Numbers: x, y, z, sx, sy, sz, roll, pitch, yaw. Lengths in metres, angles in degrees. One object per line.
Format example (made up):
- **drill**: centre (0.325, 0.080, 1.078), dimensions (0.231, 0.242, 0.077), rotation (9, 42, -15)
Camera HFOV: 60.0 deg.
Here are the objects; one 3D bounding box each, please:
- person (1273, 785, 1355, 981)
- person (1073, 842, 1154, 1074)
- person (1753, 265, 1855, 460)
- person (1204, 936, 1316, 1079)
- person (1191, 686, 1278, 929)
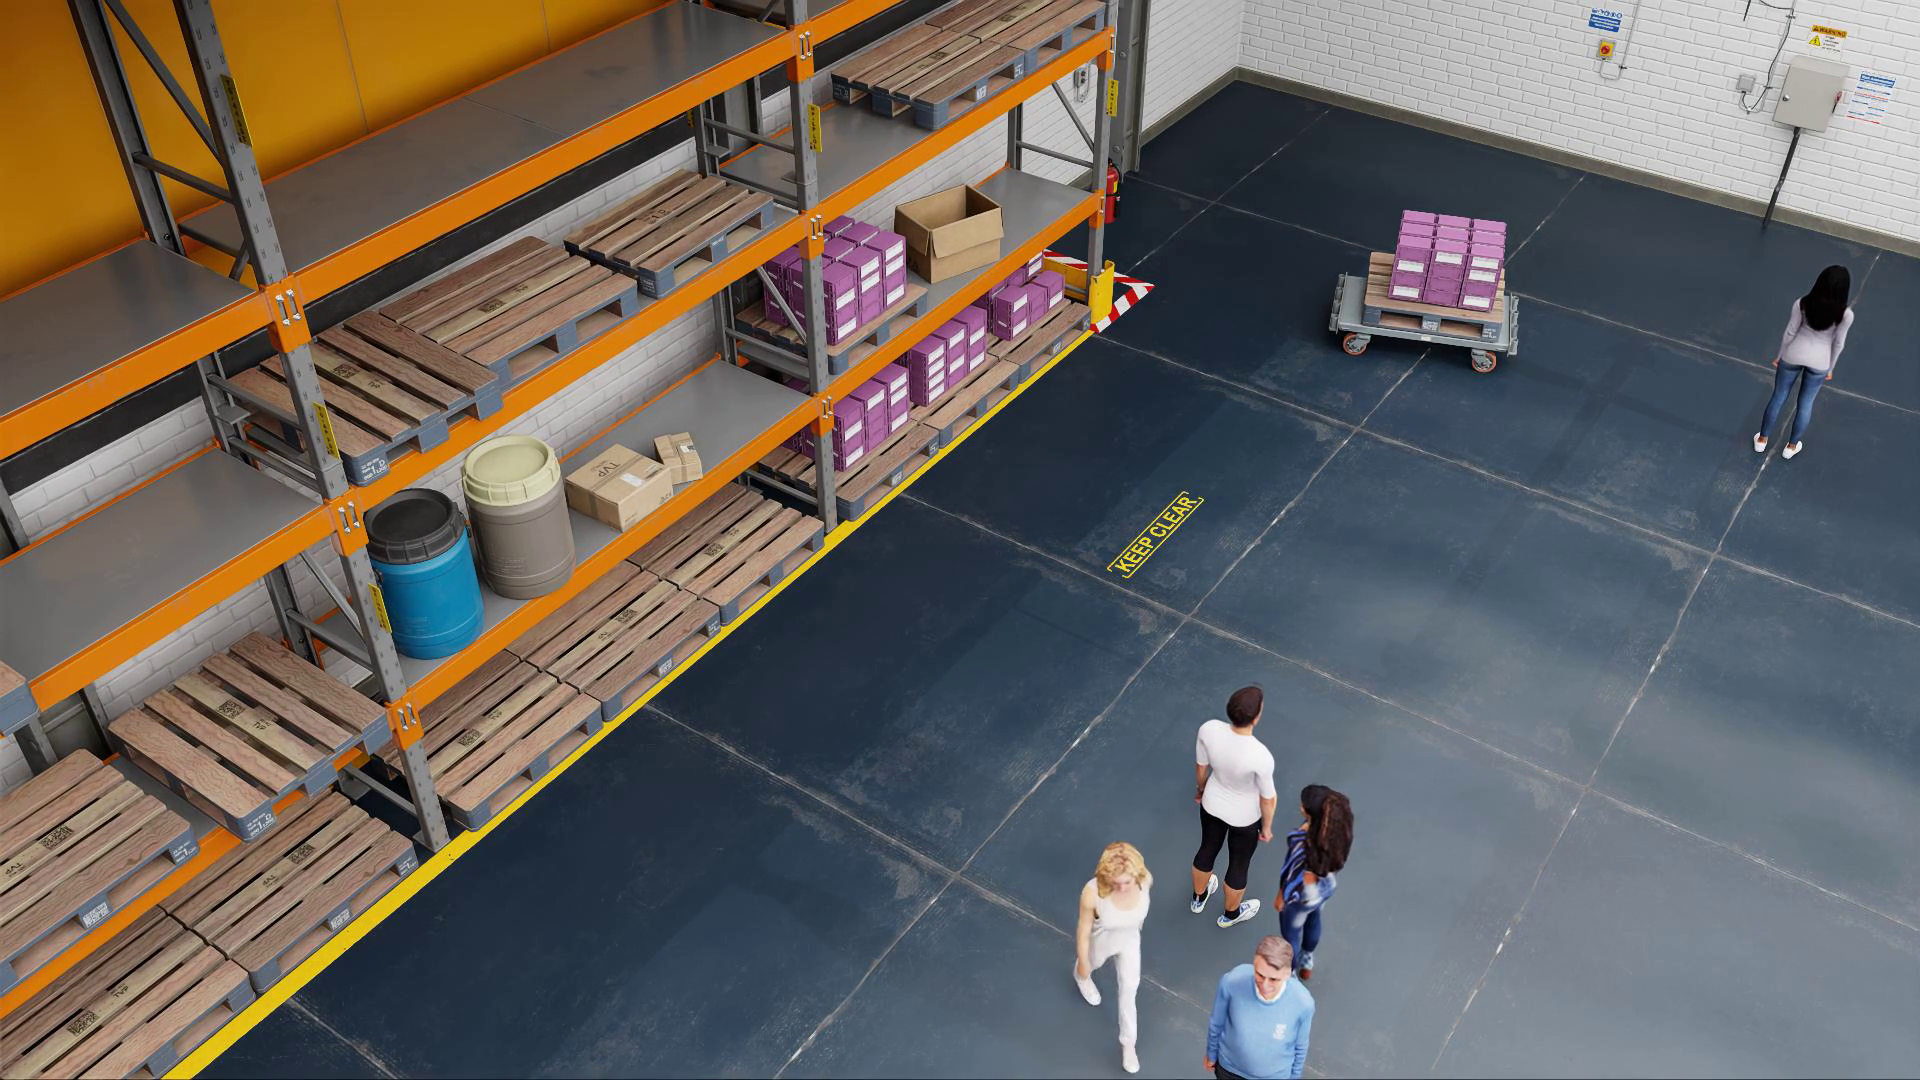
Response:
- **person**: centre (1.964, 1.952, 9.342), dimensions (0.568, 1.626, 0.718), rotation (-28, 46, -31)
- **person**: centre (0.806, 2.103, 9.155), dimensions (1.058, 1.624, 1.059), rotation (-14, 41, -17)
- **person**: centre (6.865, -1.445, 13.508), dimensions (0.619, 1.735, 0.542), rotation (20, 43, 23)
- **person**: centre (1.490, 2.598, 8.378), dimensions (0.717, 1.820, 0.676), rotation (11, 40, 14)
- **person**: centre (1.576, 1.549, 9.665), dimensions (0.690, 1.852, 0.580), rotation (28, 46, 30)
